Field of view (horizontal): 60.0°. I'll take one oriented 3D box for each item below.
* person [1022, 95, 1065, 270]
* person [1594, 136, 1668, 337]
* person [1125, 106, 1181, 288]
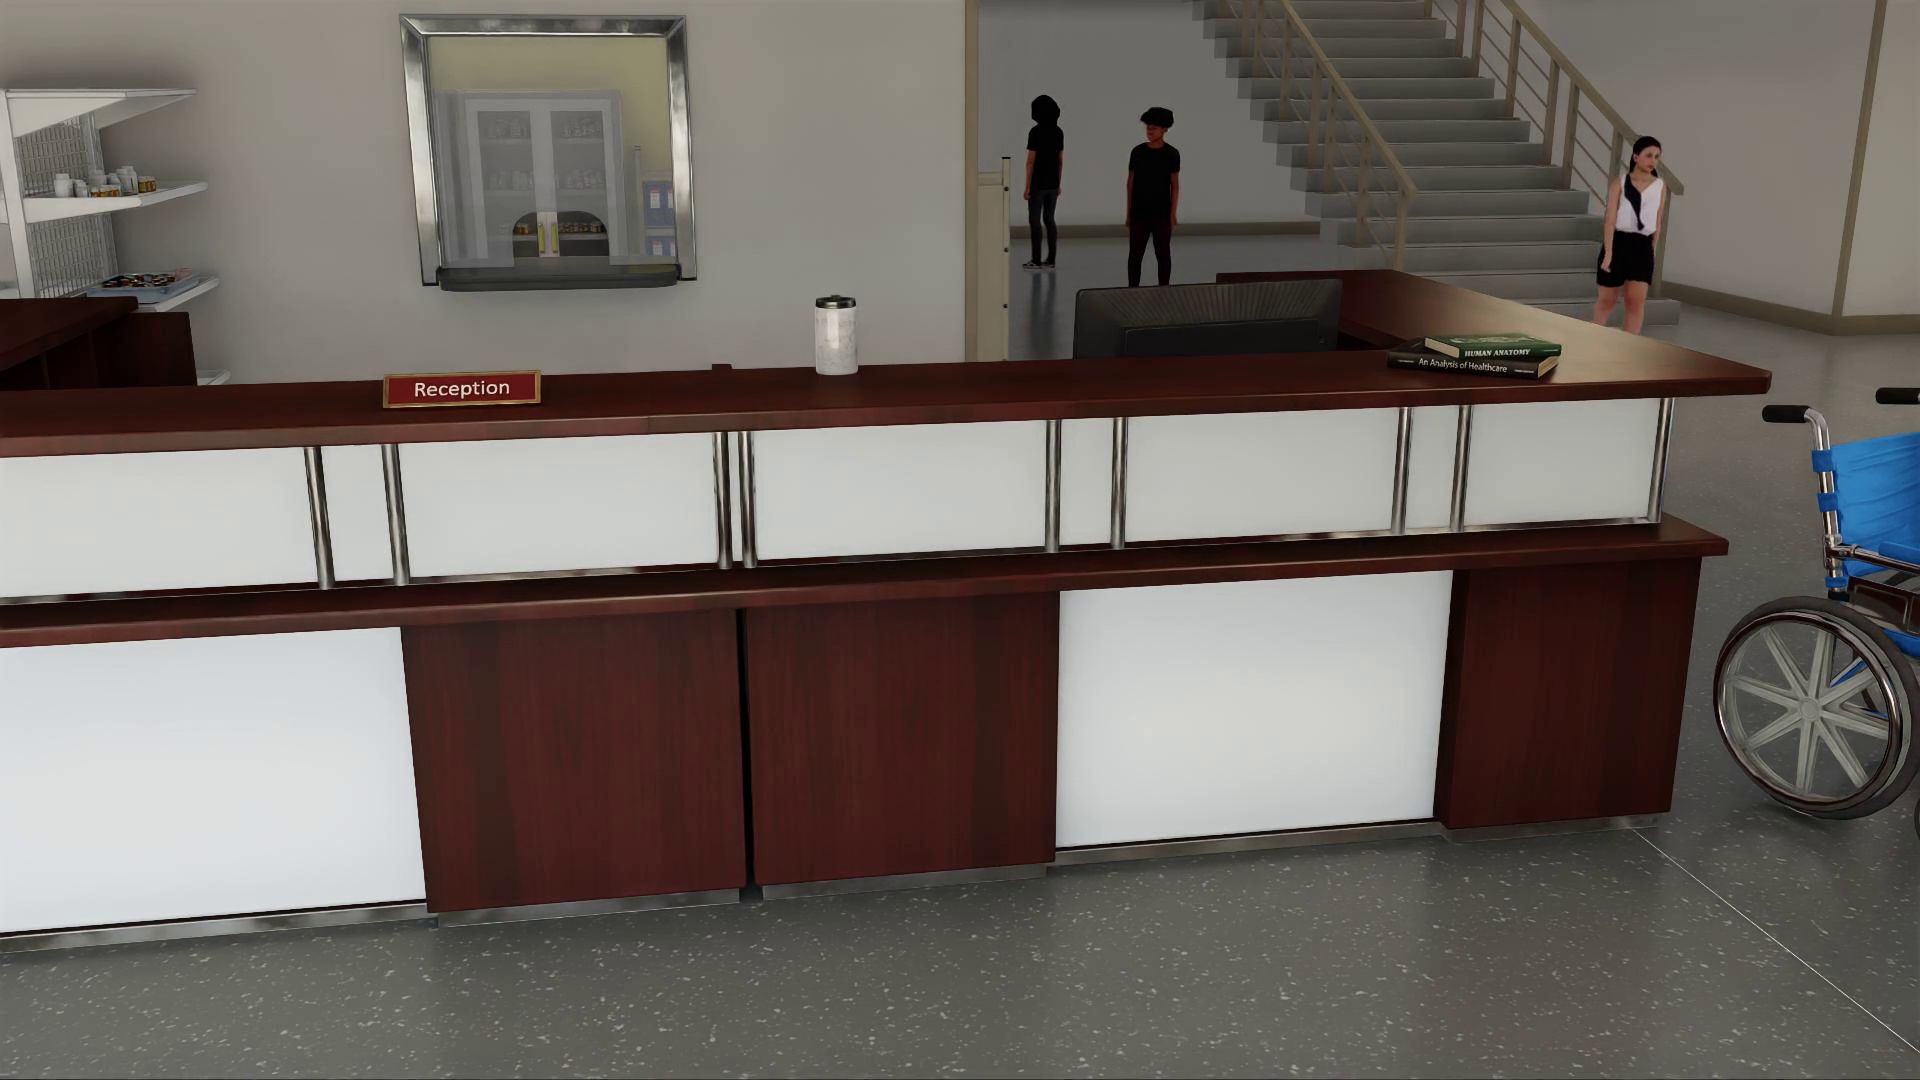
[{"bbox_3d":[0.908,-3.846,17.868,0.716,1.824,0.707,-12,20,-37],"label":"person"},{"bbox_3d":[4.580,-1.932,11.495,0.774,1.612,1.142,2,16,8],"label":"person"},{"bbox_3d":[1.699,-2.930,14.723,0.717,1.780,0.725,5,17,18],"label":"person"}]
